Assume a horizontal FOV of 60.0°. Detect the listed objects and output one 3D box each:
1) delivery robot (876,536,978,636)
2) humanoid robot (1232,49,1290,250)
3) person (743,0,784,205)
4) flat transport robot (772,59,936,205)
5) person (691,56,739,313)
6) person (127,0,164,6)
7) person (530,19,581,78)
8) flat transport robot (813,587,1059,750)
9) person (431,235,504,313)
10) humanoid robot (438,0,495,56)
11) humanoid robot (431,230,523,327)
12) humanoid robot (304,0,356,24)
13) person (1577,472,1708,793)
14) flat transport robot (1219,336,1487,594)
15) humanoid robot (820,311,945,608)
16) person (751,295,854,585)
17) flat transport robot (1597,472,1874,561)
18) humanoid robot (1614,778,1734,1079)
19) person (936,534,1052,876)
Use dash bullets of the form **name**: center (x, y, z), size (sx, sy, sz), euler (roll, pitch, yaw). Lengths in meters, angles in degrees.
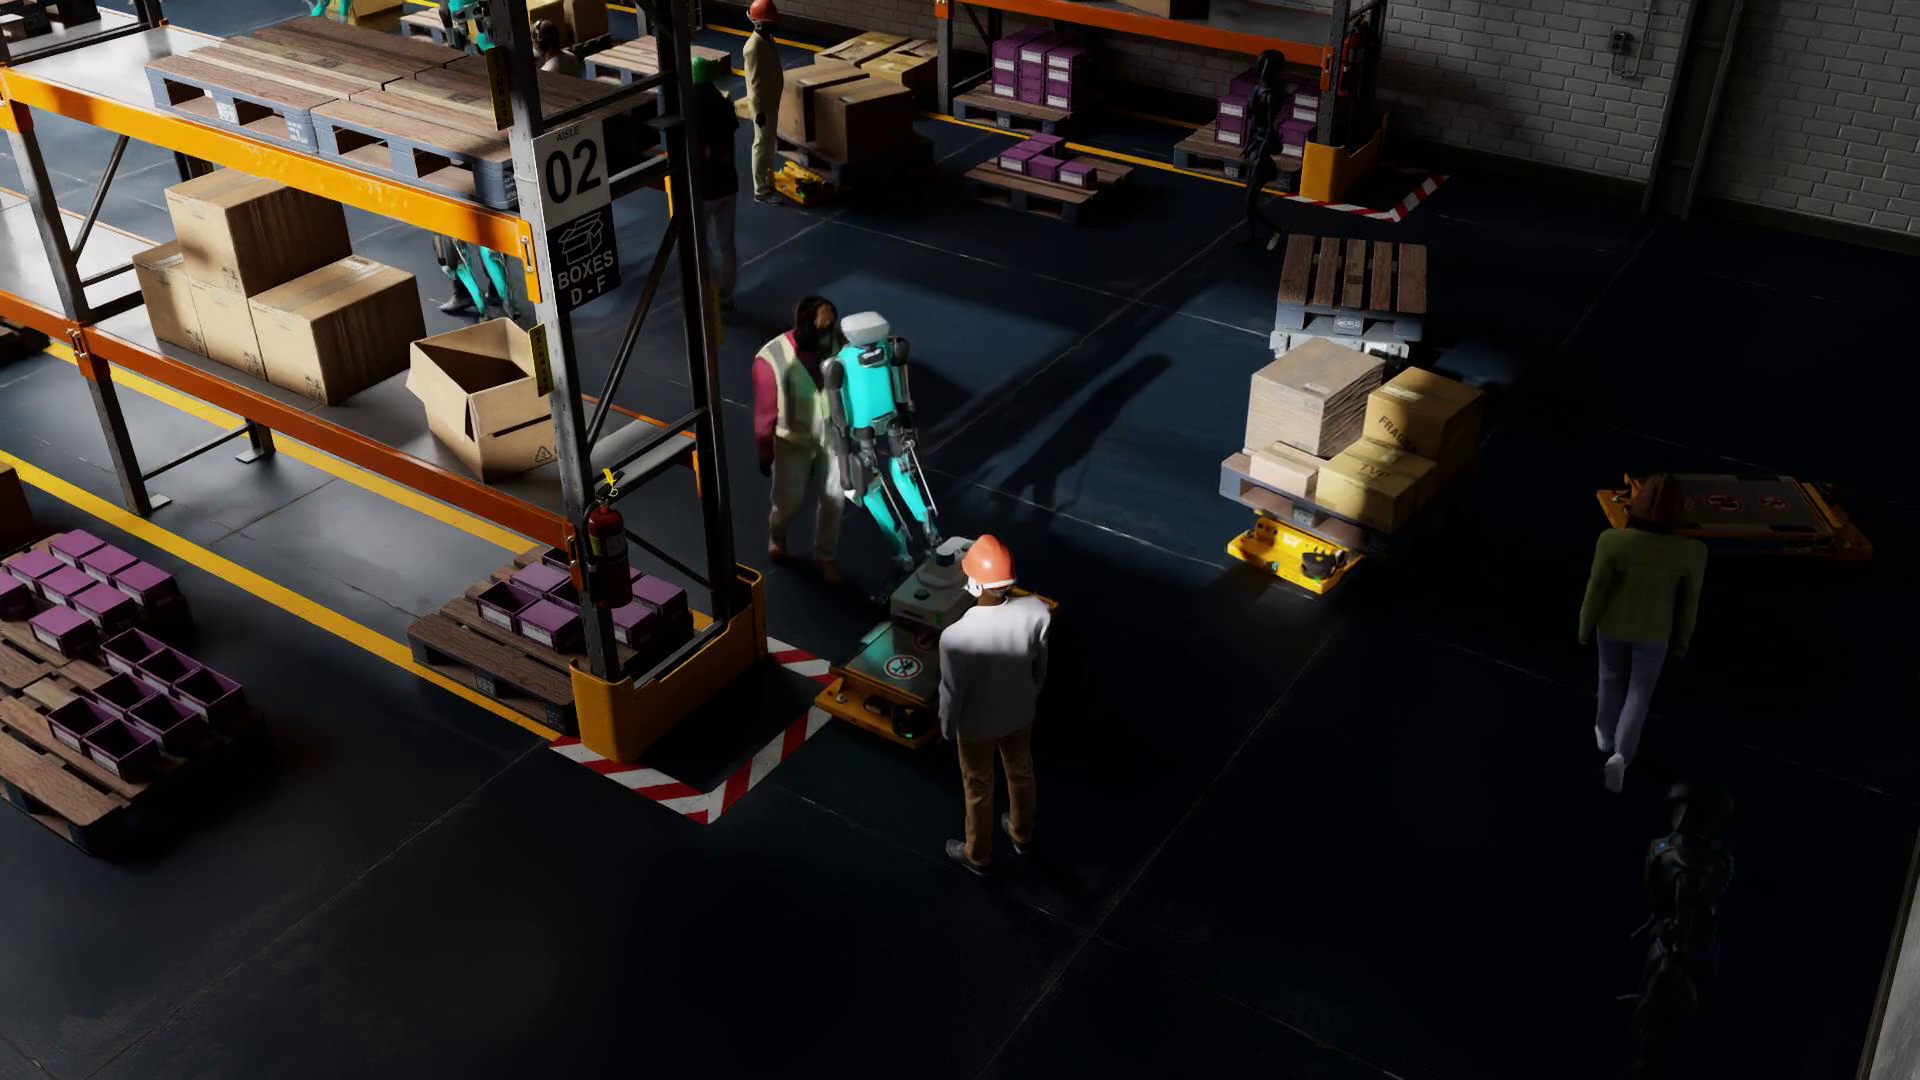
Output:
- **delivery robot**: center (-0.080, 0.296, 9.138), size (0.499, 0.576, 0.757), euler (17, 37, 24)
- **humanoid robot**: center (2.477, -3.146, 13.414), size (0.458, 1.641, 0.586), euler (-2, 33, -3)
- **person**: center (-1.651, -3.787, 14.332), size (0.341, 1.748, 0.572), euler (5, 33, 8)
- **flat transport robot**: center (-0.988, -3.360, 15.038), size (1.431, 0.231, 0.659), euler (-22, 39, -30)
- **person**: center (-1.856, -2.615, 12.370), size (0.491, 1.928, 0.459), euler (-23, 40, -31)
- **person**: center (-9.803, -7.226, 19.612), size (0.772, 1.755, 0.450), euler (-9, 34, -14)
- **person**: center (-3.147, -3.162, 13.210), size (0.372, 1.934, 0.626), euler (2, 33, 4)
- **flat transport robot**: center (-0.102, 0.582, 8.978), size (0.659, 0.231, 1.431), euler (20, 38, 27)
- **person**: center (-3.772, -2.573, 12.399), size (0.642, 1.826, 0.535), euler (1, 33, 1)
- **humanoid robot**: center (-4.571, -4.744, 15.807), size (1.003, 1.718, 0.548), euler (28, 42, 36)
- **humanoid robot**: center (-3.301, -1.924, 11.534), size (0.537, 1.821, 0.771), euler (-22, 39, -30)
- **humanoid robot**: center (-6.676, -5.805, 17.554), size (0.761, 1.897, 0.545), euler (25, 40, 33)
- **person**: center (3.215, 0.460, 7.936), size (0.512, 1.606, 0.637), euler (11, 35, 17)
- **flat transport robot**: center (2.303, -0.156, 10.113), size (0.659, 0.231, 1.431), euler (26, 41, 34)
- **humanoid robot**: center (-0.321, -0.302, 9.004), size (0.534, 1.788, 0.816), euler (-23, 39, -31)
- **person**: center (-0.896, -0.610, 9.411), size (0.636, 1.788, 0.638), euler (-17, 37, -24)
- **flat transport robot**: center (4.686, -0.137, 10.083), size (1.431, 0.231, 0.659), euler (1, 33, 2)
- **humanoid robot**: center (2.672, 1.556, 6.193), size (0.396, 1.629, 0.602), euler (11, 35, 17)
- **person**: center (0.133, 0.738, 7.376), size (0.561, 1.752, 0.331), euler (-18, 37, -26)
